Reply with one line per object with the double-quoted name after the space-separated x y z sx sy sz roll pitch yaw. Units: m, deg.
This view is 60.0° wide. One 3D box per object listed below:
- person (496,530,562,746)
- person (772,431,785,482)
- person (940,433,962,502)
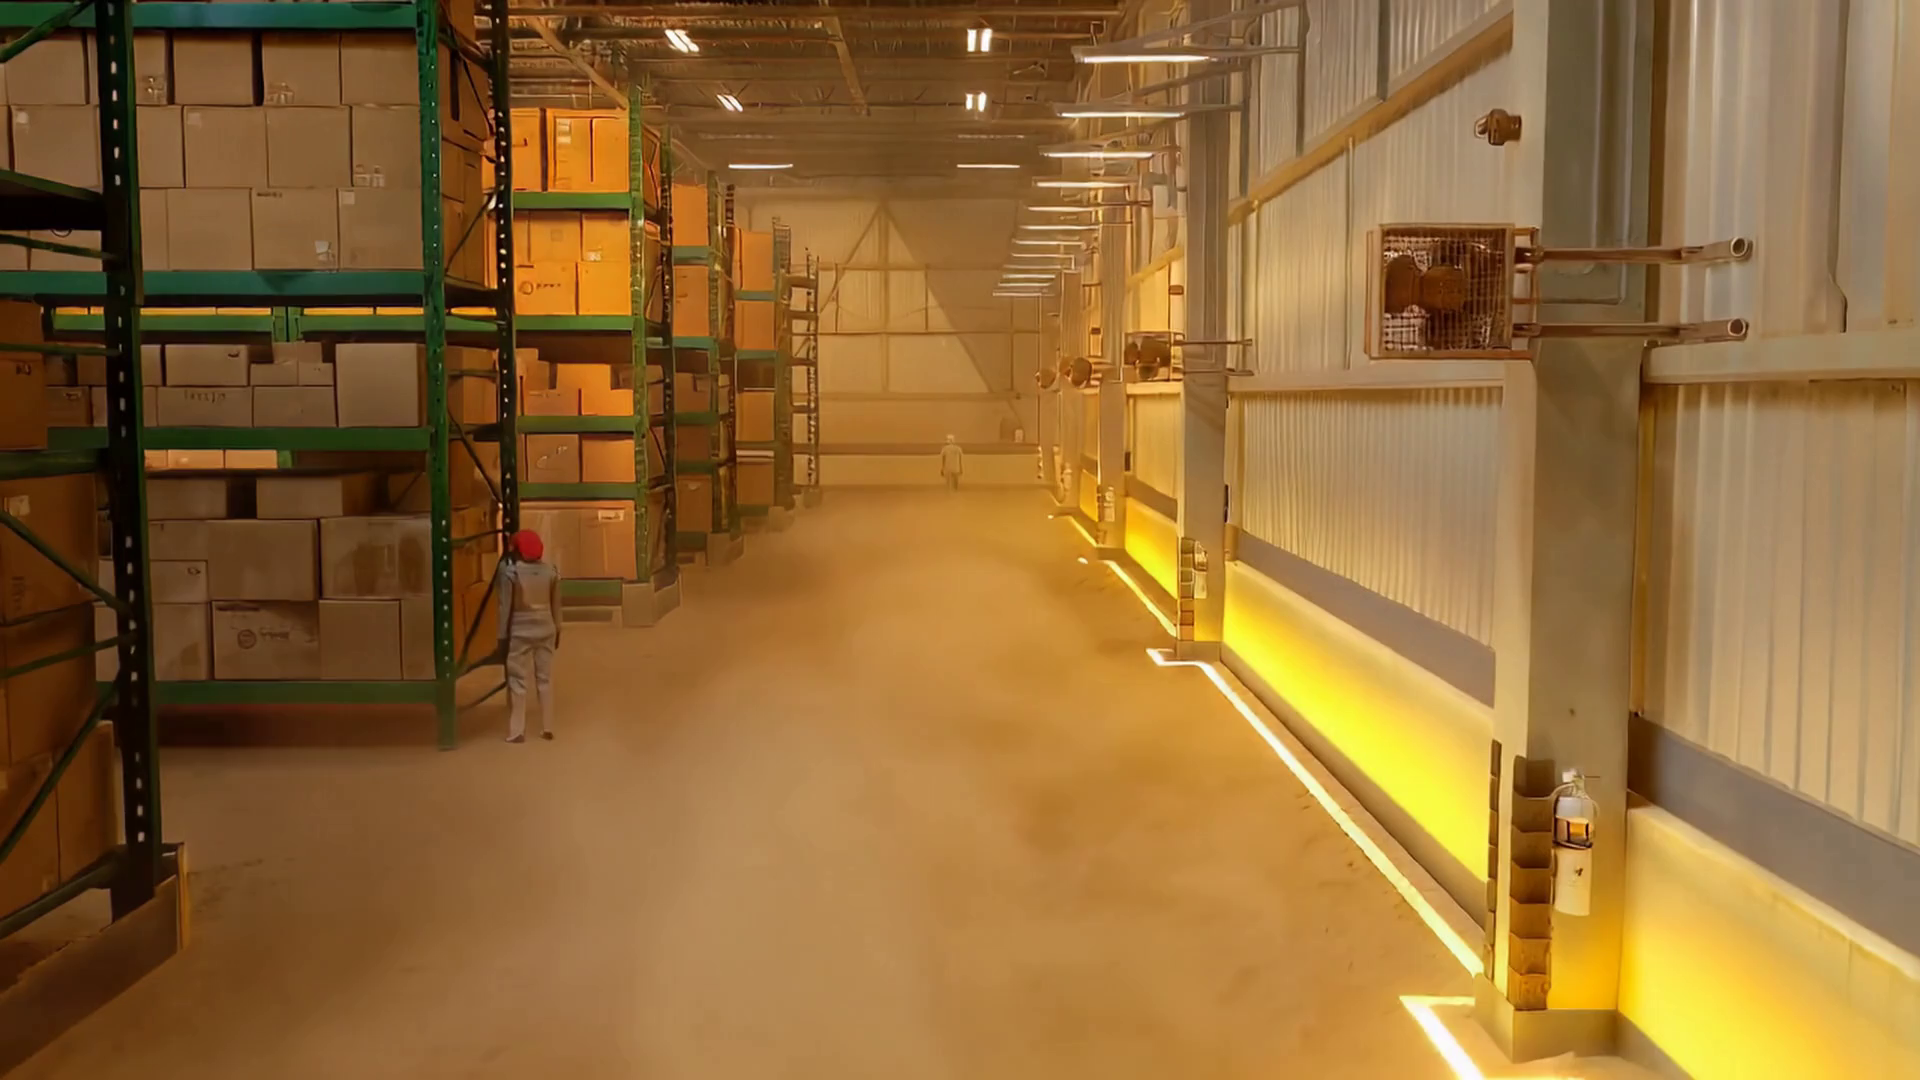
-3.243 0.735 12.552 0.521 1.631 0.314 -4 7 -42 "person"
-4.616 -1.892 41.541 0.738 1.918 0.551 1 5 7 "person"
-0.225 -1.795 41.444 0.570 1.731 0.665 -1 5 -15 "person"
